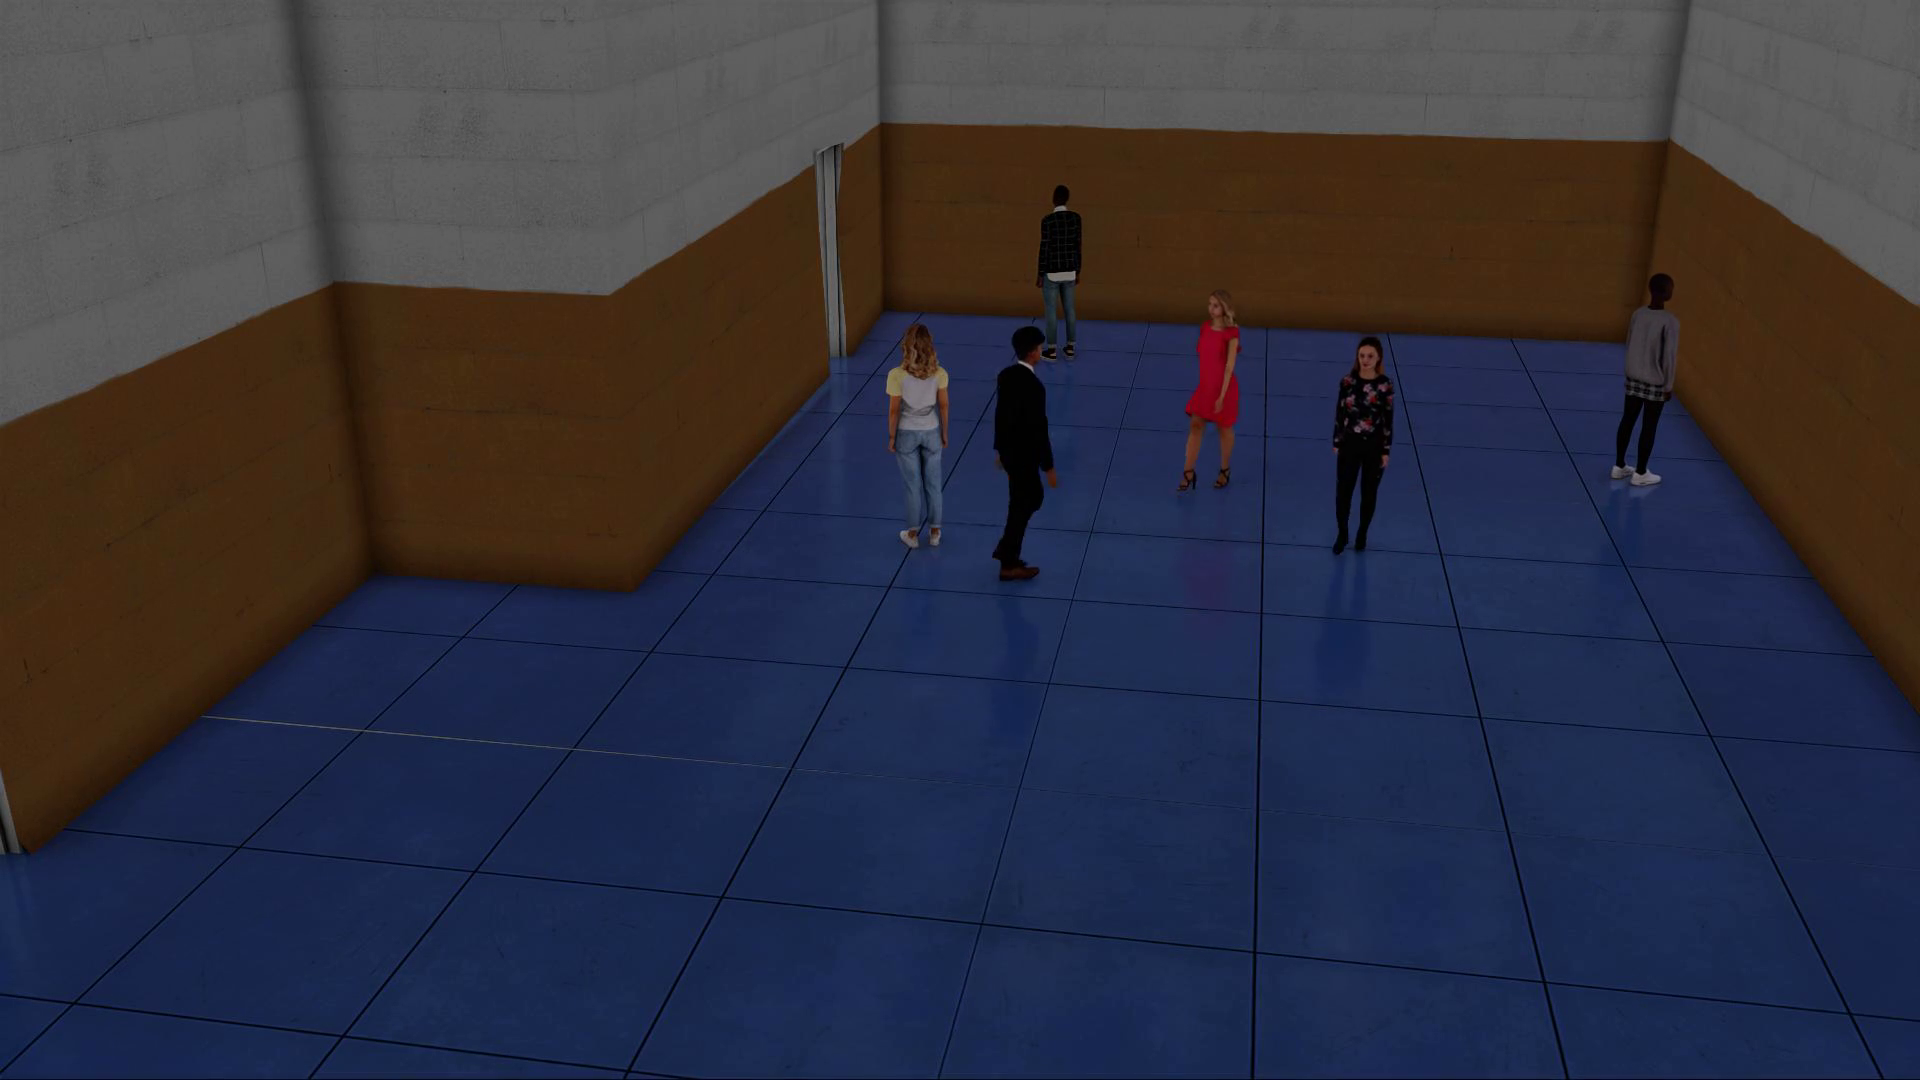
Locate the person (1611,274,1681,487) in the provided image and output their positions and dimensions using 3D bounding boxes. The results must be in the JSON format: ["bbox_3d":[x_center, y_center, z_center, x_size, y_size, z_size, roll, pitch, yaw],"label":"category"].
[{"bbox_3d":[5.723,-1.344,13.874,0.729,1.771,0.687,-13,25,-29],"label":"person"}]

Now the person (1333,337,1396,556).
[{"bbox_3d":[3.039,-0.727,12.480,0.610,1.666,0.696,7,23,16],"label":"person"}]

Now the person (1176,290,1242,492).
[{"bbox_3d":[2.184,-1.235,13.689,0.891,1.706,0.866,-19,29,-39],"label":"person"}]

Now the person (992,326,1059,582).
[{"bbox_3d":[0.341,-0.588,11.870,0.798,1.862,0.827,-5,22,-13],"label":"person"}]

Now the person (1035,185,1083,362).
[{"bbox_3d":[1.046,-2.804,17.440,0.705,1.821,0.811,-10,24,-24],"label":"person"}]

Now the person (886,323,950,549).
[{"bbox_3d":[-0.312,-0.778,12.512,0.622,1.722,0.763,-6,23,-14],"label":"person"}]
